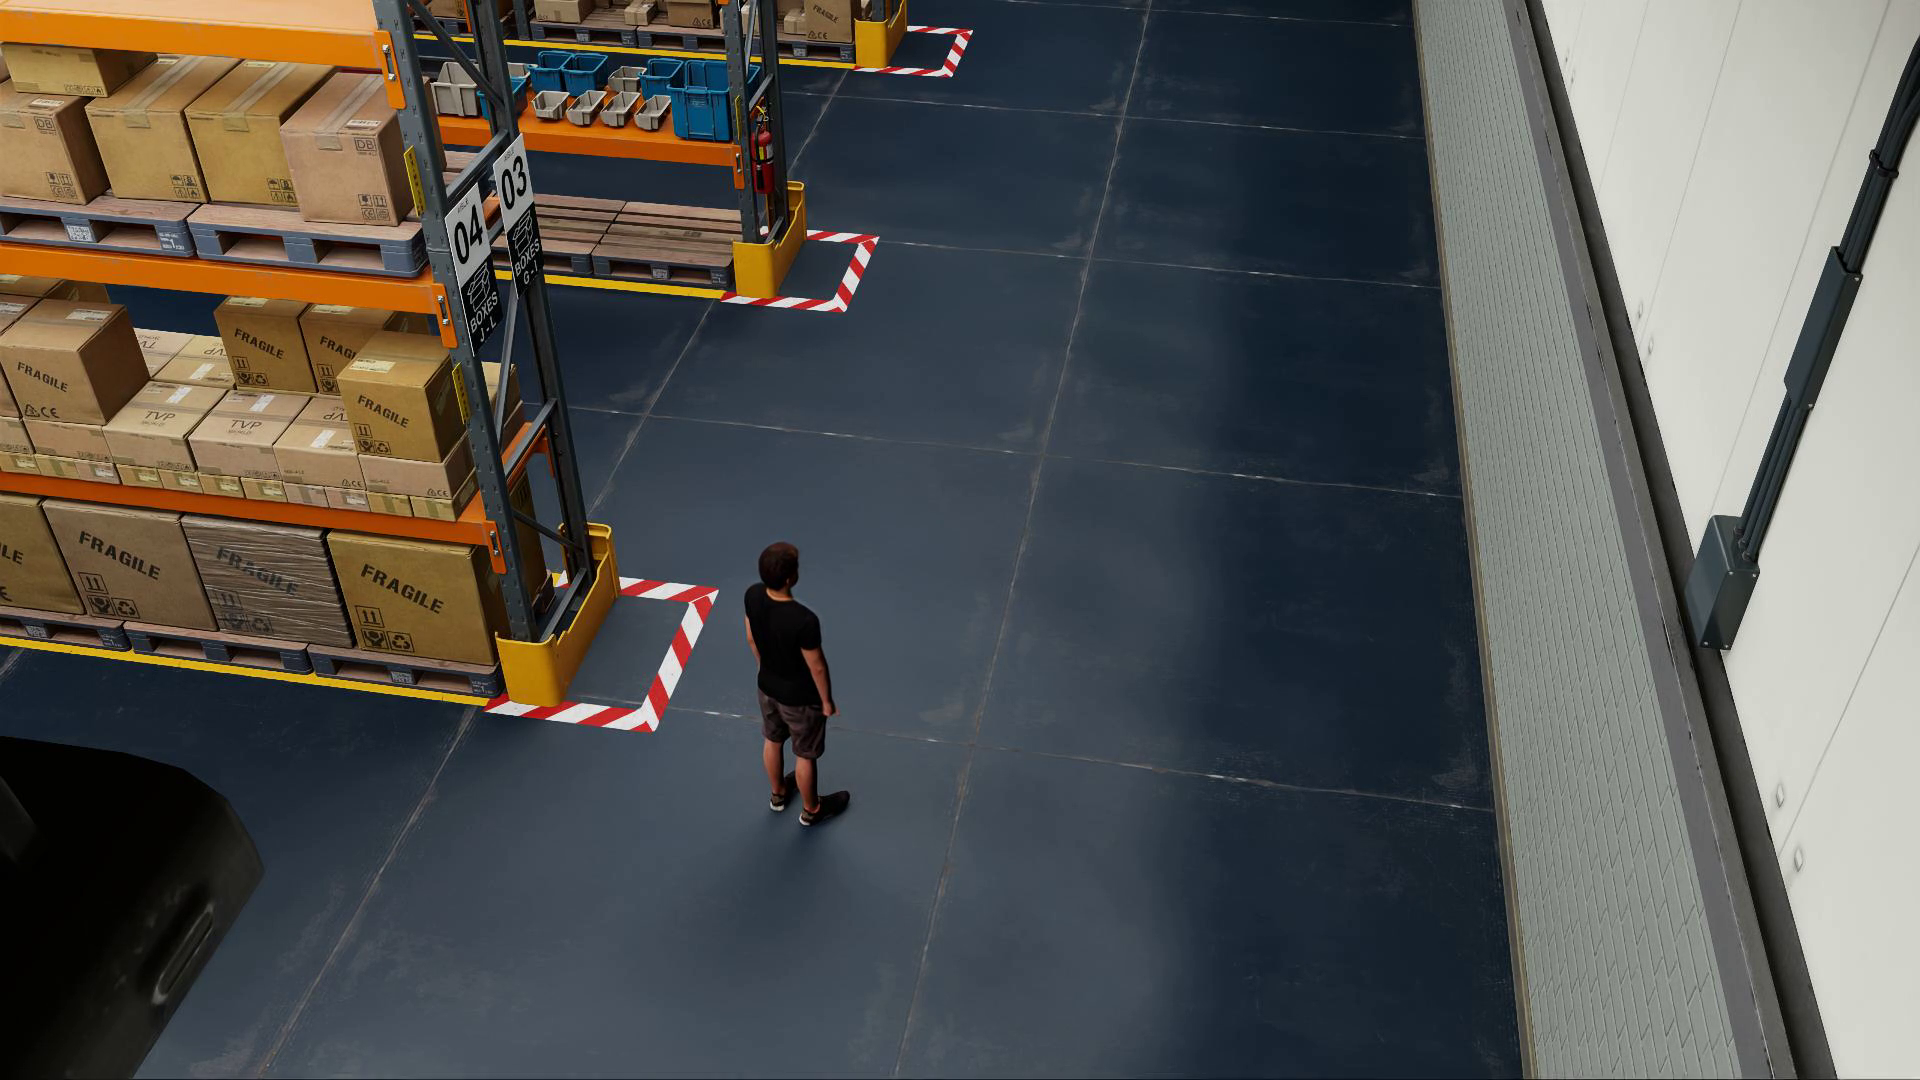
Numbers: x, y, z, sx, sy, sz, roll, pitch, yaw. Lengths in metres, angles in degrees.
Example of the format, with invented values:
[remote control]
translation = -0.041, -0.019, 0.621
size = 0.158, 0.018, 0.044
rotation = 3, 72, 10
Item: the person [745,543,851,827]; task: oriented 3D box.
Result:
[person]
translation = -0.907, 0.765, 8.786
size = 0.687, 1.862, 0.818
rotation = 25, 44, 28
